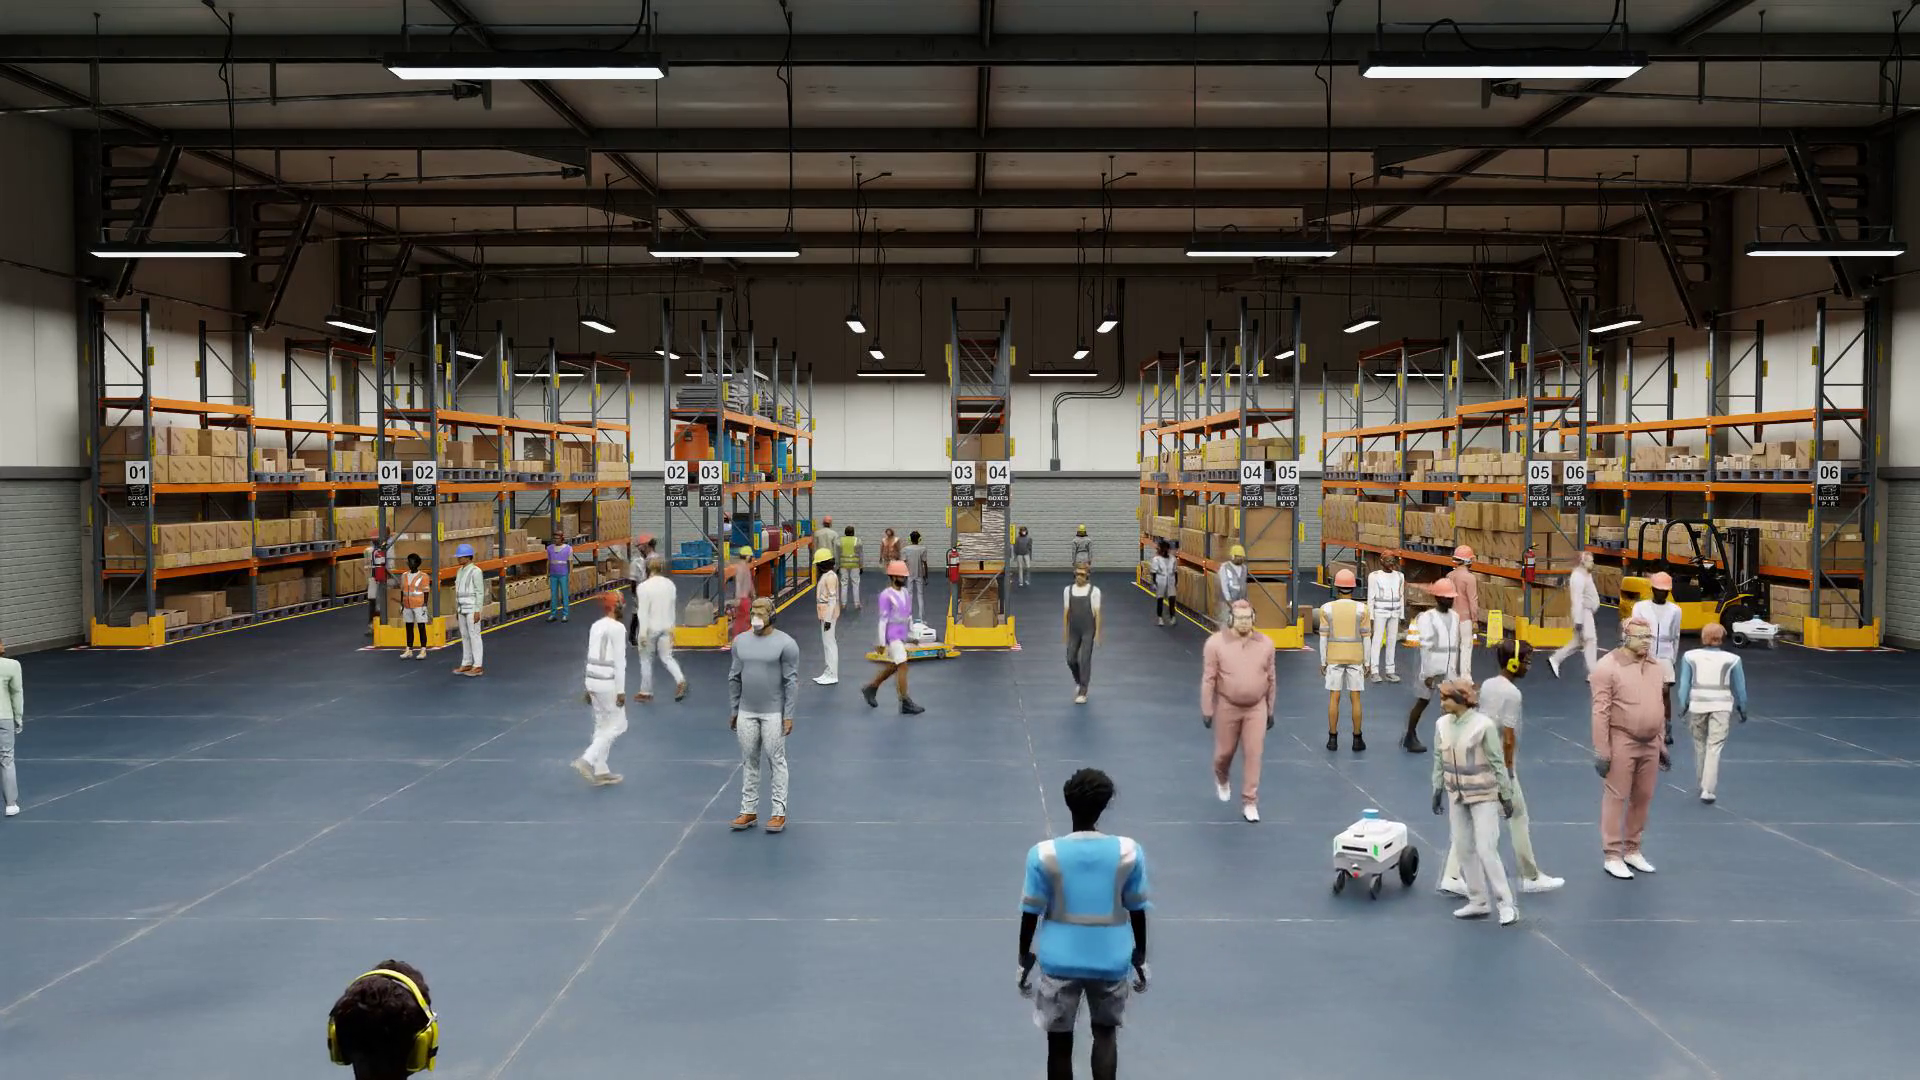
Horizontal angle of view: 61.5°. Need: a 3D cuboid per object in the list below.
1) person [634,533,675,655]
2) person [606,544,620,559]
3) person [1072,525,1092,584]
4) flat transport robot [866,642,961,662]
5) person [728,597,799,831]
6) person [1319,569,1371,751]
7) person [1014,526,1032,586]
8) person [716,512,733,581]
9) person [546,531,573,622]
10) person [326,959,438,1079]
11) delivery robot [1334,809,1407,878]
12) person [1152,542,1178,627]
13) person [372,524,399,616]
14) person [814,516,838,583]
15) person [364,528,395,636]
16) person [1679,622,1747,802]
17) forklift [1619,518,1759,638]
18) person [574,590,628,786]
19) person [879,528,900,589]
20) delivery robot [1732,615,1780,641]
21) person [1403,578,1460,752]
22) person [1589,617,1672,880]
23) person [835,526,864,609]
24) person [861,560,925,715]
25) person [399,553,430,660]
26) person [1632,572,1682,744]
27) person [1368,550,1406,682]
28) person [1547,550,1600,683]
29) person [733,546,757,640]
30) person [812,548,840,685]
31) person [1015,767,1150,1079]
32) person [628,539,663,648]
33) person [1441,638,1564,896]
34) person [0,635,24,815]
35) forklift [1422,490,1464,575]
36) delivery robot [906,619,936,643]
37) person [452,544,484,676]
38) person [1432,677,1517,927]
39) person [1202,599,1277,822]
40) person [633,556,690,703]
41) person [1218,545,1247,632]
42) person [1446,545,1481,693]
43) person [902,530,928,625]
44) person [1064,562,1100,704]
[{"bbox_3d":[-5.038,0.888,26.436,0.563,2.008,0.658,-1,2,-16],"label":"person"},{"bbox_3d":[-9.878,0.316,45.987,0.513,1.588,0.877,-2,3,-44],"label":"person"},{"bbox_3d":[2.974,0.504,39.385,0.487,1.744,0.295,0,2,-4],"label":"person"},{"bbox_3d":[-0.741,1.785,25.939,1.431,0.197,0.652,-2,3,-39],"label":"flat transport robot"},{"bbox_3d":[-1.643,1.439,13.431,0.631,1.940,0.372,1,2,20],"label":"person"},{"bbox_3d":[4.140,1.282,17.353,0.545,1.942,0.350,1,2,17],"label":"person"},{"bbox_3d":[1.683,0.432,42.893,0.505,1.613,0.571,0,2,-7],"label":"person"},{"bbox_3d":[-6.523,0.187,45.031,0.544,1.933,0.376,0,2,6],"label":"person"},{"bbox_3d":[-8.076,0.728,32.567,0.564,1.838,0.390,0,2,10],"label":"person"},{"bbox_3d":[-1.262,1.865,3.561,0.520,1.871,0.333,0,2,1],"label":"person"},{"bbox_3d":[2.936,2.170,11.542,0.477,0.478,0.707,1,3,33],"label":"delivery robot"},{"bbox_3d":[3.995,0.868,31.321,0.549,1.647,0.868,0,2,-5],"label":"person"},{"bbox_3d":[-11.988,0.633,33.722,0.635,1.937,0.352,0,2,6],"label":"person"},{"bbox_3d":[-3.281,0.386,39.506,0.622,1.971,0.682,0,2,3],"label":"person"},{"bbox_3d":[-10.729,0.764,29.873,0.627,1.992,1.073,0,2,2],"label":"person"},{"bbox_3d":[6.891,1.552,14.746,0.547,1.590,0.849,2,3,37],"label":"person"},{"bbox_3d":[13.417,0.684,29.791,2.313,2.155,1.214,0,2,0],"label":"forklift"},{"bbox_3d":[-3.381,1.404,15.323,0.531,1.858,0.594,-2,3,-39],"label":"person"},{"bbox_3d":[-1.794,0.477,41.788,0.518,1.609,0.810,1,2,22],"label":"person"},{"bbox_3d":[13.629,1.531,27.638,0.707,0.478,0.477,2,3,36],"label":"delivery robot"},{"bbox_3d":[5.027,1.333,16.924,0.548,1.878,1.027,-1,3,-26],"label":"person"},{"bbox_3d":[4.975,1.524,11.979,0.683,1.910,0.475,-1,2,-22],"label":"person"},{"bbox_3d":[-2.438,0.603,35.677,0.622,1.845,0.430,0,2,6],"label":"person"},{"bbox_3d":[-0.860,1.194,20.113,0.886,1.912,0.560,1,3,27],"label":"person"},{"bbox_3d":[-8.754,1.061,25.898,0.536,1.700,0.318,1,2,17],"label":"person"},{"bbox_3d":[7.791,1.286,18.093,0.540,1.890,1.030,1,2,15],"label":"person"},{"bbox_3d":[6.085,1.084,23.036,0.583,1.882,0.337,-1,2,-16],"label":"person"},{"bbox_3d":[8.840,1.082,23.041,0.797,1.885,0.645,1,2,21],"label":"person"},{"bbox_3d":[-3.601,0.976,27.448,0.596,1.745,0.528,0,2,0],"label":"person"},{"bbox_3d":[-1.895,1.076,22.816,0.382,1.918,0.585,0,2,-12],"label":"person"},{"bbox_3d":[0.521,1.821,6.927,0.601,1.676,0.383,0,2,-5],"label":"person"},{"bbox_3d":[-5.325,0.907,27.340,0.641,1.905,1.064,-2,3,-37],"label":"person"},{"bbox_3d":[3.769,1.592,11.327,0.968,1.815,0.552,-1,2,-14],"label":"person"},{"bbox_3d":[-8.351,1.570,13.910,0.498,1.633,0.285,-2,3,-34],"label":"person"},{"bbox_3d":[13.926,-0.371,47.846,1.873,2.768,1.129,0,2,0],"label":"forklift"},{"bbox_3d":[-0.691,1.563,26.828,0.477,0.478,0.707,-1,2,-28],"label":"delivery robot"},{"bbox_3d":[-7.239,1.025,23.762,0.609,1.943,0.402,2,3,44],"label":"person"},{"bbox_3d":[3.378,1.710,10.656,0.400,1.610,0.583,-1,3,-30],"label":"person"},{"bbox_3d":[2.424,1.442,14.037,0.655,1.881,0.797,0,2,0],"label":"person"},{"bbox_3d":[-3.877,1.160,20.859,0.846,1.914,0.639,2,3,37],"label":"person"},{"bbox_3d":[4.607,0.982,26.926,0.583,1.770,0.949,-1,3,-27],"label":"person"},{"bbox_3d":[6.850,1.070,21.991,0.374,1.997,0.613,-1,2,-21],"label":"person"},{"bbox_3d":[-0.887,0.746,31.728,0.528,1.869,0.313,0,2,4],"label":"person"},{"bbox_3d":[1.598,1.193,21.012,0.515,1.826,0.496,1,2,21],"label":"person"}]
